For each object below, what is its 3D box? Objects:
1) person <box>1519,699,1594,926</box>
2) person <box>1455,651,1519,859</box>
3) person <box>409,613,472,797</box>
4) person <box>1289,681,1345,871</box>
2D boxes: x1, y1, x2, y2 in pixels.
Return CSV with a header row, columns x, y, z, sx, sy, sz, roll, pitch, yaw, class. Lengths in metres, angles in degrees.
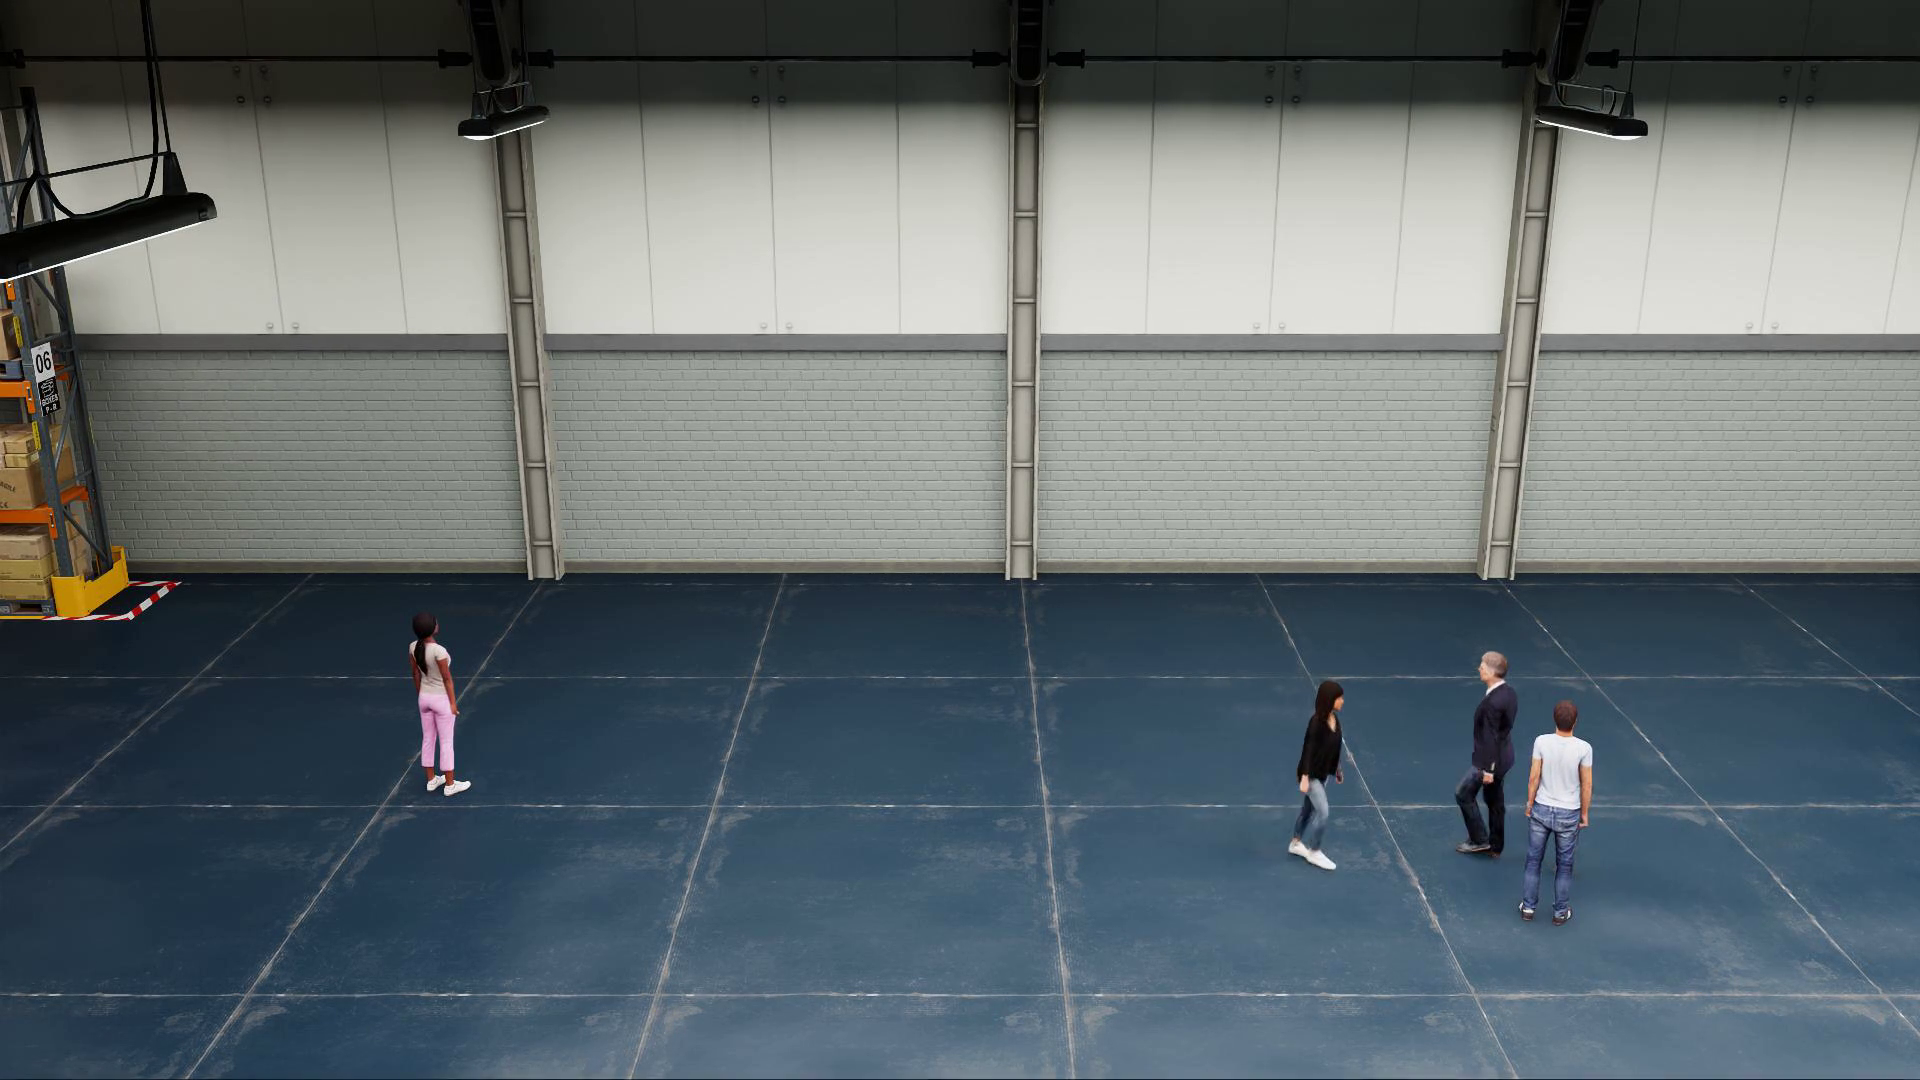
x,y,z,sx,sy,sz,roll,pitch,yaw,class
4.635,2.107,12.933,0.612,1.867,0.752,7,19,21,person
4.529,1.827,13.904,0.877,1.799,0.855,12,22,33,person
-4.762,1.470,15.094,0.594,1.742,0.716,9,20,25,person
2.904,1.922,13.879,0.854,1.634,0.794,12,21,32,person
